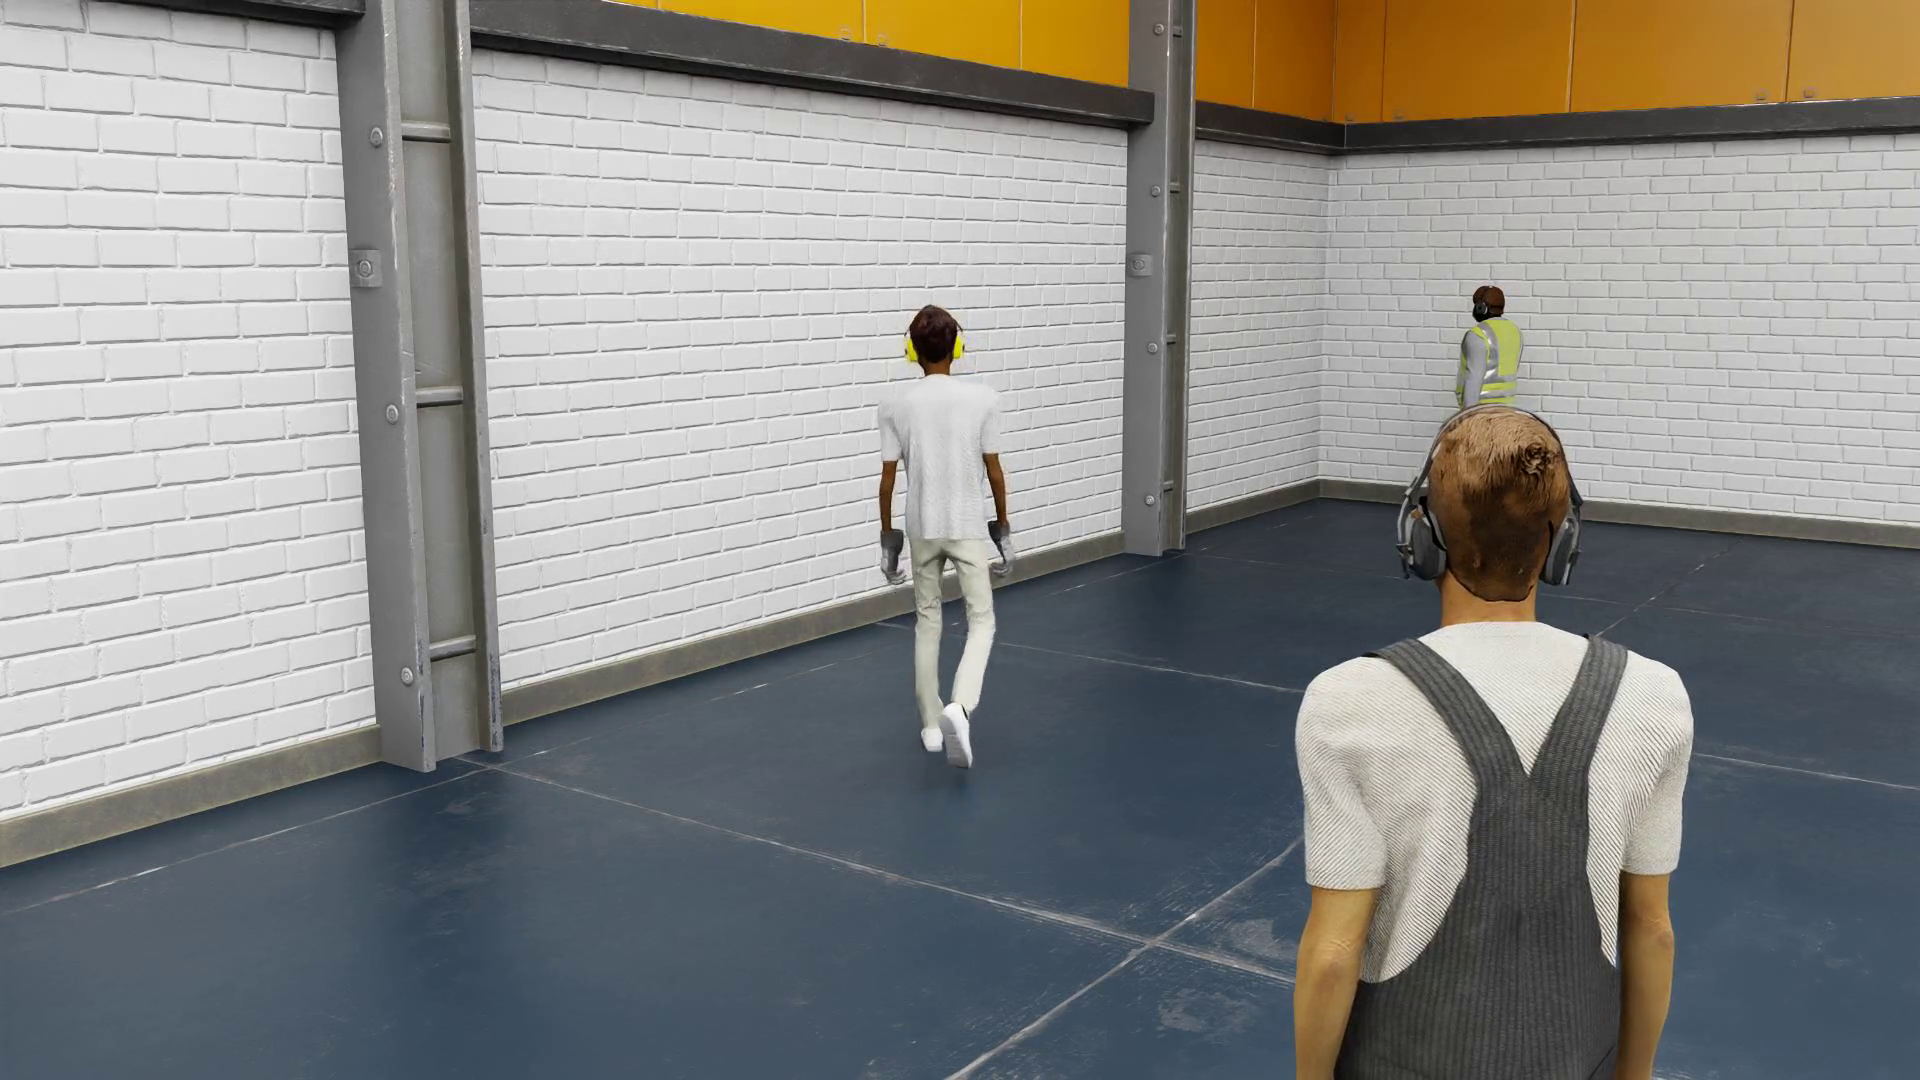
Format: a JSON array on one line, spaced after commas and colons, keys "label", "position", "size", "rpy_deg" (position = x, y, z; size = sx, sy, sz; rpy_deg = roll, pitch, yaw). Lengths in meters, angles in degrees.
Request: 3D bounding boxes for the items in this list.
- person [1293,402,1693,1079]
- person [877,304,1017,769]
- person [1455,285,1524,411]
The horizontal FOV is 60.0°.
[{"label": "person", "position": [0.670, 0.743, 2.196], "size": [0.506, 1.845, 0.342], "rpy_deg": [-1, 10, -4]}, {"label": "person", "position": [-0.054, -0.010, 6.664], "size": [0.562, 1.849, 0.698], "rpy_deg": [1, 10, 8]}, {"label": "person", "position": [3.915, -0.969, 12.431], "size": [0.637, 1.838, 0.429], "rpy_deg": [-8, 13, -41]}]
